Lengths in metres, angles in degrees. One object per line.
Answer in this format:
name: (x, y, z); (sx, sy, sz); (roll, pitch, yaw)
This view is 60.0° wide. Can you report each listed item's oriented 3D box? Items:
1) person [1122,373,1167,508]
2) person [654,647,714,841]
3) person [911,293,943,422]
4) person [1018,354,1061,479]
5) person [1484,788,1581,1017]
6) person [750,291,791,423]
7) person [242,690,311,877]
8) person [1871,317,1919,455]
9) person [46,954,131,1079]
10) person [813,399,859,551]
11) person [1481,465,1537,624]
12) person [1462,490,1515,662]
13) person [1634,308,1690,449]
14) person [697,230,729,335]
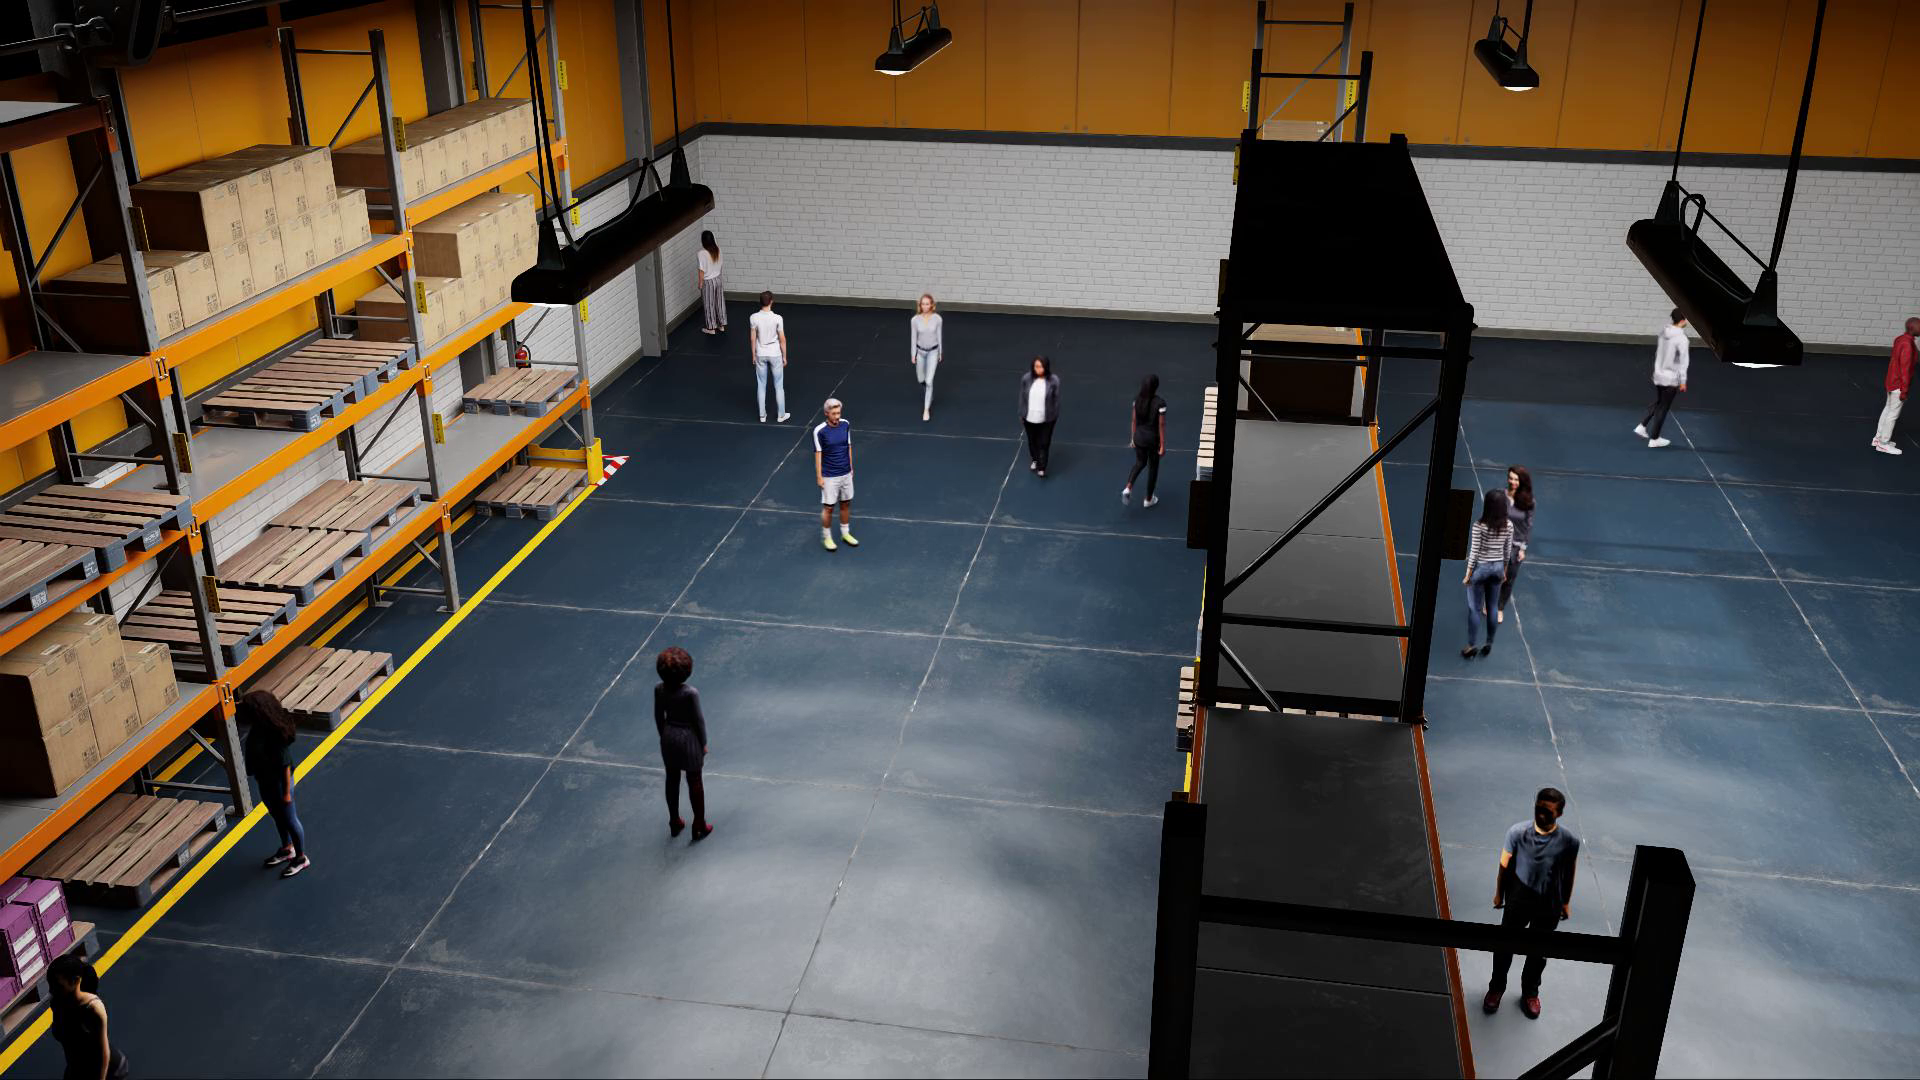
person: (2.230, -1.167, 20.098); (0.853, 1.716, 1.011); (17, 29, 33)
person: (-2.286, 1.667, 13.623); (0.616, 1.710, 0.567); (8, 25, 19)
person: (-0.458, -2.609, 23.326); (0.661, 1.773, 1.022); (2, 24, 4)
person: (1.022, -1.610, 21.302); (0.682, 1.564, 0.943); (5, 24, 11)
person: (3.997, 2.500, 11.596); (0.669, 1.808, 0.538); (6, 24, 13)
person: (-2.653, -2.543, 23.078); (0.649, 1.851, 0.540); (3, 24, 6)
person: (-5.426, 1.903, 13.202); (0.705, 1.615, 0.745); (21, 31, 39)
person: (12.441, -2.078, 22.054); (0.745, 1.818, 0.554); (7, 25, 16)
person: (-5.170, 3.208, 10.131); (0.605, 1.683, 1.115); (5, 24, 12)
person: (-1.439, -0.780, 19.076); (0.724, 1.826, 0.795); (-18, 29, -35)
person: (5.727, 0.012, 17.349); (0.673, 1.758, 0.694); (10, 26, 22)
person: (5.228, 0.348, 16.535); (0.659, 1.795, 0.624); (-4, 24, -9)
person: (9.311, -2.149, 22.093); (0.867, 1.918, 0.790); (-6, 24, -12)
person: (-4.067, -4.223, 27.135); (0.850, 1.680, 0.735); (17, 29, 34)
